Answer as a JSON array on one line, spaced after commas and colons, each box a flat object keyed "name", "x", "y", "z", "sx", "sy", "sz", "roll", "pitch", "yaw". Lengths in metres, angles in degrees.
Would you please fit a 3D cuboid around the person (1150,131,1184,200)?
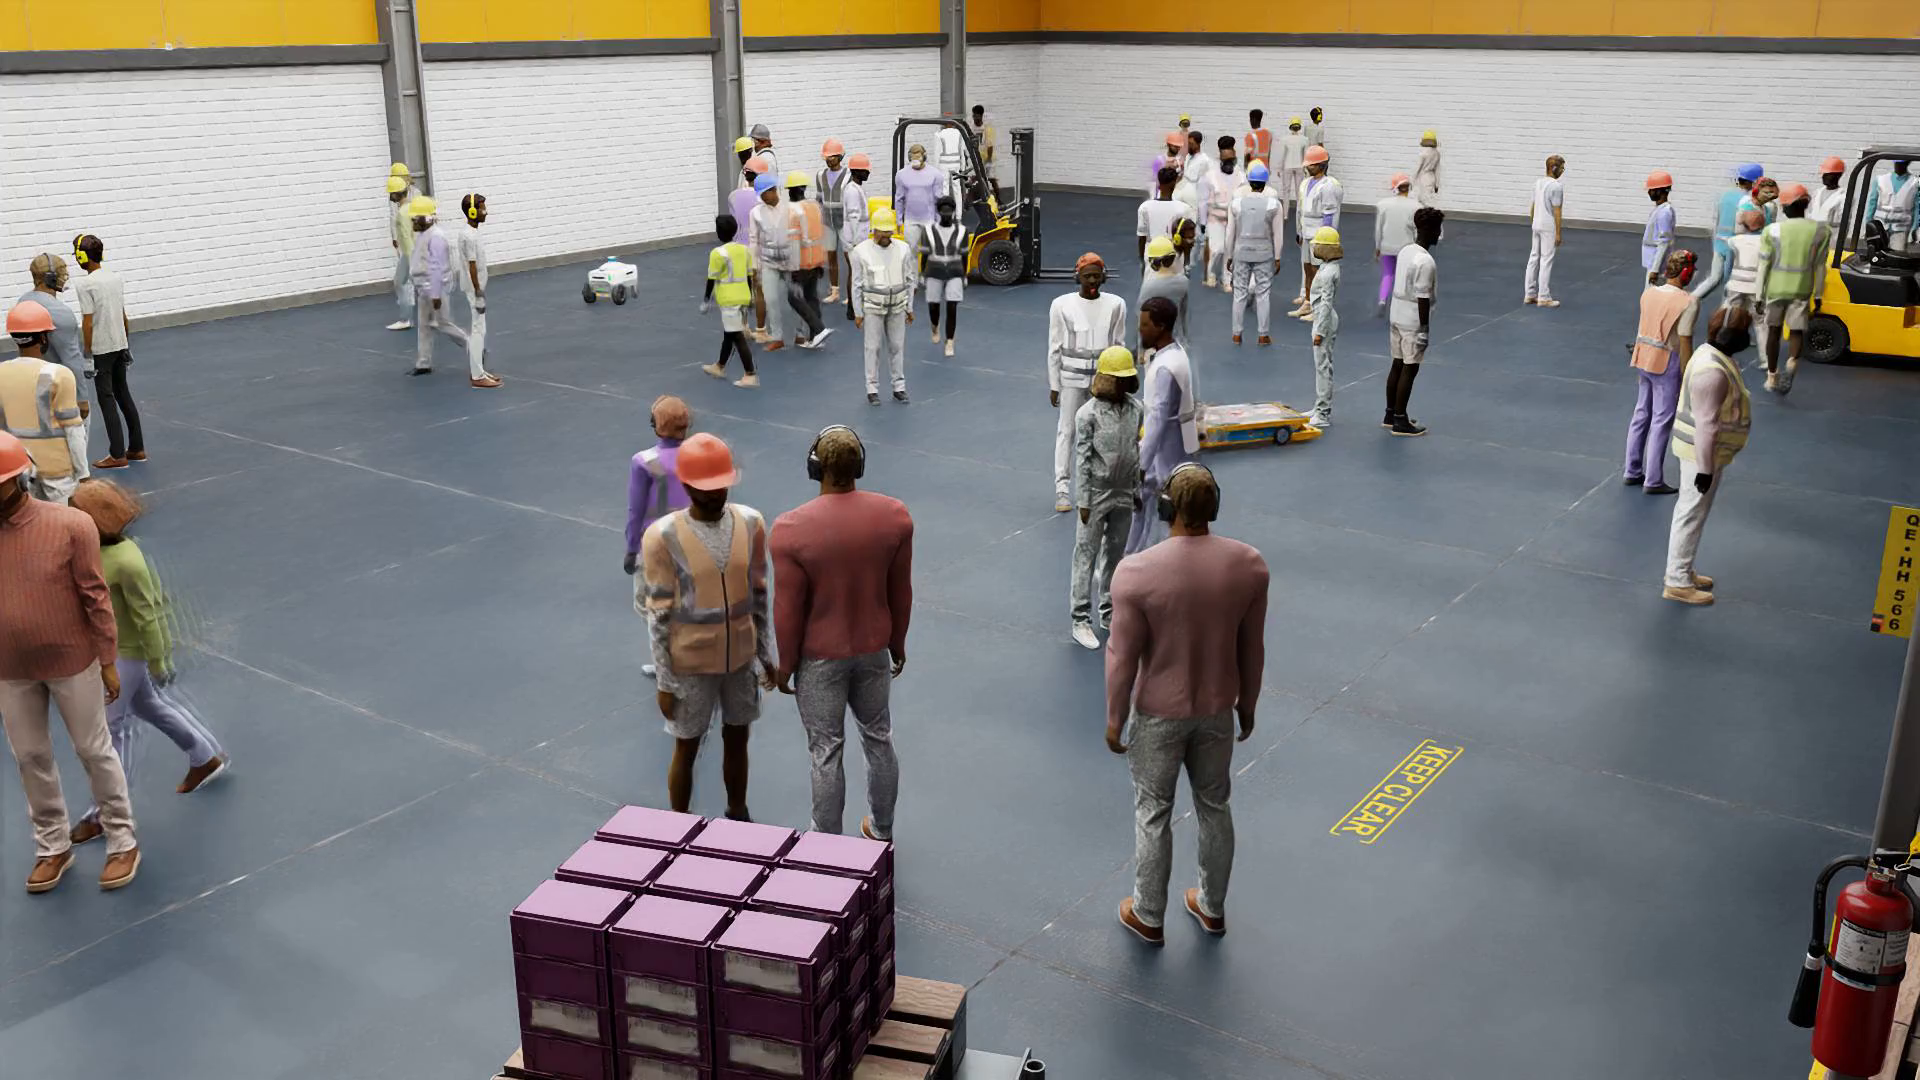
[{"name": "person", "x": 2.929, "y": -4.987, "z": 24.145, "sx": 0.564, "sy": 1.887, "sz": 0.846, "roll": -9, "pitch": 20, "yaw": -27}]

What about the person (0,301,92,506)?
[{"name": "person", "x": -5.403, "y": -0.449, "z": 9.865, "sx": 0.558, "sy": 1.924, "sz": 0.421, "roll": 4, "pitch": 18, "yaw": 14}]

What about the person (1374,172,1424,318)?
[{"name": "person", "x": 5.129, "y": -3.415, "z": 19.445, "sx": 0.607, "sy": 1.720, "sz": 0.446, "roll": 10, "pitch": 20, "yaw": 29}]

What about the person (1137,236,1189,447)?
[{"name": "person", "x": 1.670, "y": -1.632, "z": 13.823, "sx": 0.524, "sy": 1.761, "sz": 0.342, "roll": -12, "pitch": 21, "yaw": -33}]

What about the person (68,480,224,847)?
[{"name": "person", "x": -3.748, "y": 0.493, "z": 7.441, "sx": 0.506, "sy": 1.592, "sz": 0.819, "roll": 15, "pitch": 23, "yaw": 40}]

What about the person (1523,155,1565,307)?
[{"name": "person", "x": 7.204, "y": -3.787, "z": 20.430, "sx": 0.345, "sy": 1.840, "sz": 0.504, "roll": -6, "pitch": 19, "yaw": -19}]

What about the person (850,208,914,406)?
[{"name": "person", "x": -0.708, "y": -2.147, "z": 15.339, "sx": 0.601, "sy": 1.818, "sz": 0.403, "roll": -7, "pitch": 19, "yaw": -21}]

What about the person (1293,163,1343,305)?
[{"name": "person", "x": 4.374, "y": -3.783, "z": 20.436, "sx": 0.430, "sy": 1.836, "sz": 0.619, "roll": -16, "pitch": 24, "yaw": -40}]

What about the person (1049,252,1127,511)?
[{"name": "person", "x": 0.923, "y": -1.143, "z": 12.089, "sx": 0.574, "sy": 1.882, "sz": 0.358, "roll": -4, "pitch": 18, "yaw": -11}]

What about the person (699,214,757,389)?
[{"name": "person", "x": -2.300, "y": -2.312, "z": 16.113, "sx": 0.841, "sy": 1.655, "sz": 0.540, "roll": 9, "pitch": 20, "yaw": 26}]

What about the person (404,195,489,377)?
[{"name": "person", "x": -5.172, "y": -2.514, "z": 16.517, "sx": 0.762, "sy": 1.814, "sz": 0.604, "roll": -11, "pitch": 21, "yaw": -30}]

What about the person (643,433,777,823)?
[{"name": "person", "x": -1.015, "y": 0.492, "z": 6.905, "sx": 0.581, "sy": 1.928, "sz": 0.383, "roll": -11, "pitch": 21, "yaw": -32}]

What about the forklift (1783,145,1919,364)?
[{"name": "forklift", "x": 9.803, "y": -2.879, "z": 17.013, "sx": 2.313, "sy": 2.155, "sz": 1.214, "roll": 12, "pitch": 21, "yaw": 33}]

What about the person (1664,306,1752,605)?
[{"name": "person", "x": 4.607, "y": -0.530, "z": 10.243, "sx": 0.429, "sy": 1.840, "sz": 0.635, "roll": 8, "pitch": 19, "yaw": 23}]

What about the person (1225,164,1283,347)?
[{"name": "person", "x": 3.182, "y": -3.072, "z": 18.014, "sx": 0.615, "sy": 1.945, "sz": 0.404, "roll": 5, "pitch": 19, "yaw": 16}]

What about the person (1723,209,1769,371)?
[{"name": "person", "x": 8.007, "y": -2.524, "z": 16.856, "sx": 0.565, "sy": 1.622, "sz": 0.328, "roll": 12, "pitch": 21, "yaw": 33}]

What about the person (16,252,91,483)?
[{"name": "person", "x": -6.361, "y": -1.065, "z": 11.777, "sx": 0.635, "sy": 1.929, "sz": 0.382, "roll": 13, "pitch": 22, "yaw": 34}]

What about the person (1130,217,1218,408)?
[{"name": "person", "x": 1.810, "y": -2.003, "z": 14.953, "sx": 1.034, "sy": 1.792, "sz": 0.593, "roll": 2, "pitch": 18, "yaw": 5}]

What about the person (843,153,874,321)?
[{"name": "person", "x": -1.185, "y": -3.567, "z": 19.579, "sx": 0.377, "sy": 1.936, "sz": 0.549, "roll": 0, "pitch": 18, "yaw": 0}]

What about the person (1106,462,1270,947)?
[{"name": "person", "x": 0.859, "y": 0.649, "z": 6.411, "sx": 0.637, "sy": 1.932, "sz": 0.372, "roll": -5, "pitch": 18, "yaw": -14}]

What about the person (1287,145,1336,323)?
[{"name": "person", "x": 4.117, "y": -3.563, "z": 19.407, "sx": 0.381, "sy": 2.039, "sz": 0.606, "roll": -4, "pitch": 18, "yaw": -14}]

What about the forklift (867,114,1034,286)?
[{"name": "forklift", "x": -0.171, "y": -4.594, "z": 22.377, "sx": 2.313, "sy": 2.155, "sz": 1.214, "roll": 1, "pitch": 18, "yaw": 3}]

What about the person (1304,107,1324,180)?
[{"name": "person", "x": 6.318, "y": -6.762, "z": 29.678, "sx": 0.328, "sy": 1.876, "sz": 0.514, "roll": -11, "pitch": 21, "yaw": -31}]

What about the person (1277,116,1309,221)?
[{"name": "person", "x": 5.755, "y": -6.416, "z": 28.770, "sx": 0.533, "sy": 1.767, "sz": 0.327, "roll": -1, "pitch": 18, "yaw": -3}]

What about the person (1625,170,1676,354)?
[{"name": "person", "x": 7.326, "y": -2.924, "z": 17.584, "sx": 0.385, "sy": 1.928, "sz": 0.547, "roll": 6, "pitch": 19, "yaw": 18}]

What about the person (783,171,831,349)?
[{"name": "person", "x": -1.651, "y": -2.981, "z": 17.814, "sx": 0.554, "sy": 1.895, "sz": 0.617, "roll": 8, "pitch": 19, "yaw": 24}]

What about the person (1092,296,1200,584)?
[{"name": "person", "x": 1.131, "y": -0.551, "z": 10.228, "sx": 0.885, "sy": 1.881, "sz": 0.619, "roll": 1, "pitch": 18, "yaw": 5}]

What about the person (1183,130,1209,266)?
[{"name": "person", "x": 3.346, "y": -4.855, "z": 23.653, "sx": 0.549, "sy": 1.905, "sz": 0.621, "roll": -5, "pitch": 18, "yaw": -15}]

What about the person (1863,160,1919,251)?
[{"name": "person", "x": 11.472, "y": -3.855, "z": 20.481, "sx": 0.629, "sy": 1.941, "sz": 0.401, "roll": 14, "pitch": 22, "yaw": 36}]

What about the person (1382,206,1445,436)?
[{"name": "person", "x": 3.888, "y": -1.870, "z": 14.252, "sx": 0.387, "sy": 1.959, "sz": 0.599, "roll": -2, "pitch": 18, "yaw": -6}]

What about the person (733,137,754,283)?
[{"name": "person", "x": -2.805, "y": -4.398, "z": 22.218, "sx": 0.399, "sy": 1.913, "sz": 0.589, "roll": 1, "pitch": 18, "yaw": 4}]
